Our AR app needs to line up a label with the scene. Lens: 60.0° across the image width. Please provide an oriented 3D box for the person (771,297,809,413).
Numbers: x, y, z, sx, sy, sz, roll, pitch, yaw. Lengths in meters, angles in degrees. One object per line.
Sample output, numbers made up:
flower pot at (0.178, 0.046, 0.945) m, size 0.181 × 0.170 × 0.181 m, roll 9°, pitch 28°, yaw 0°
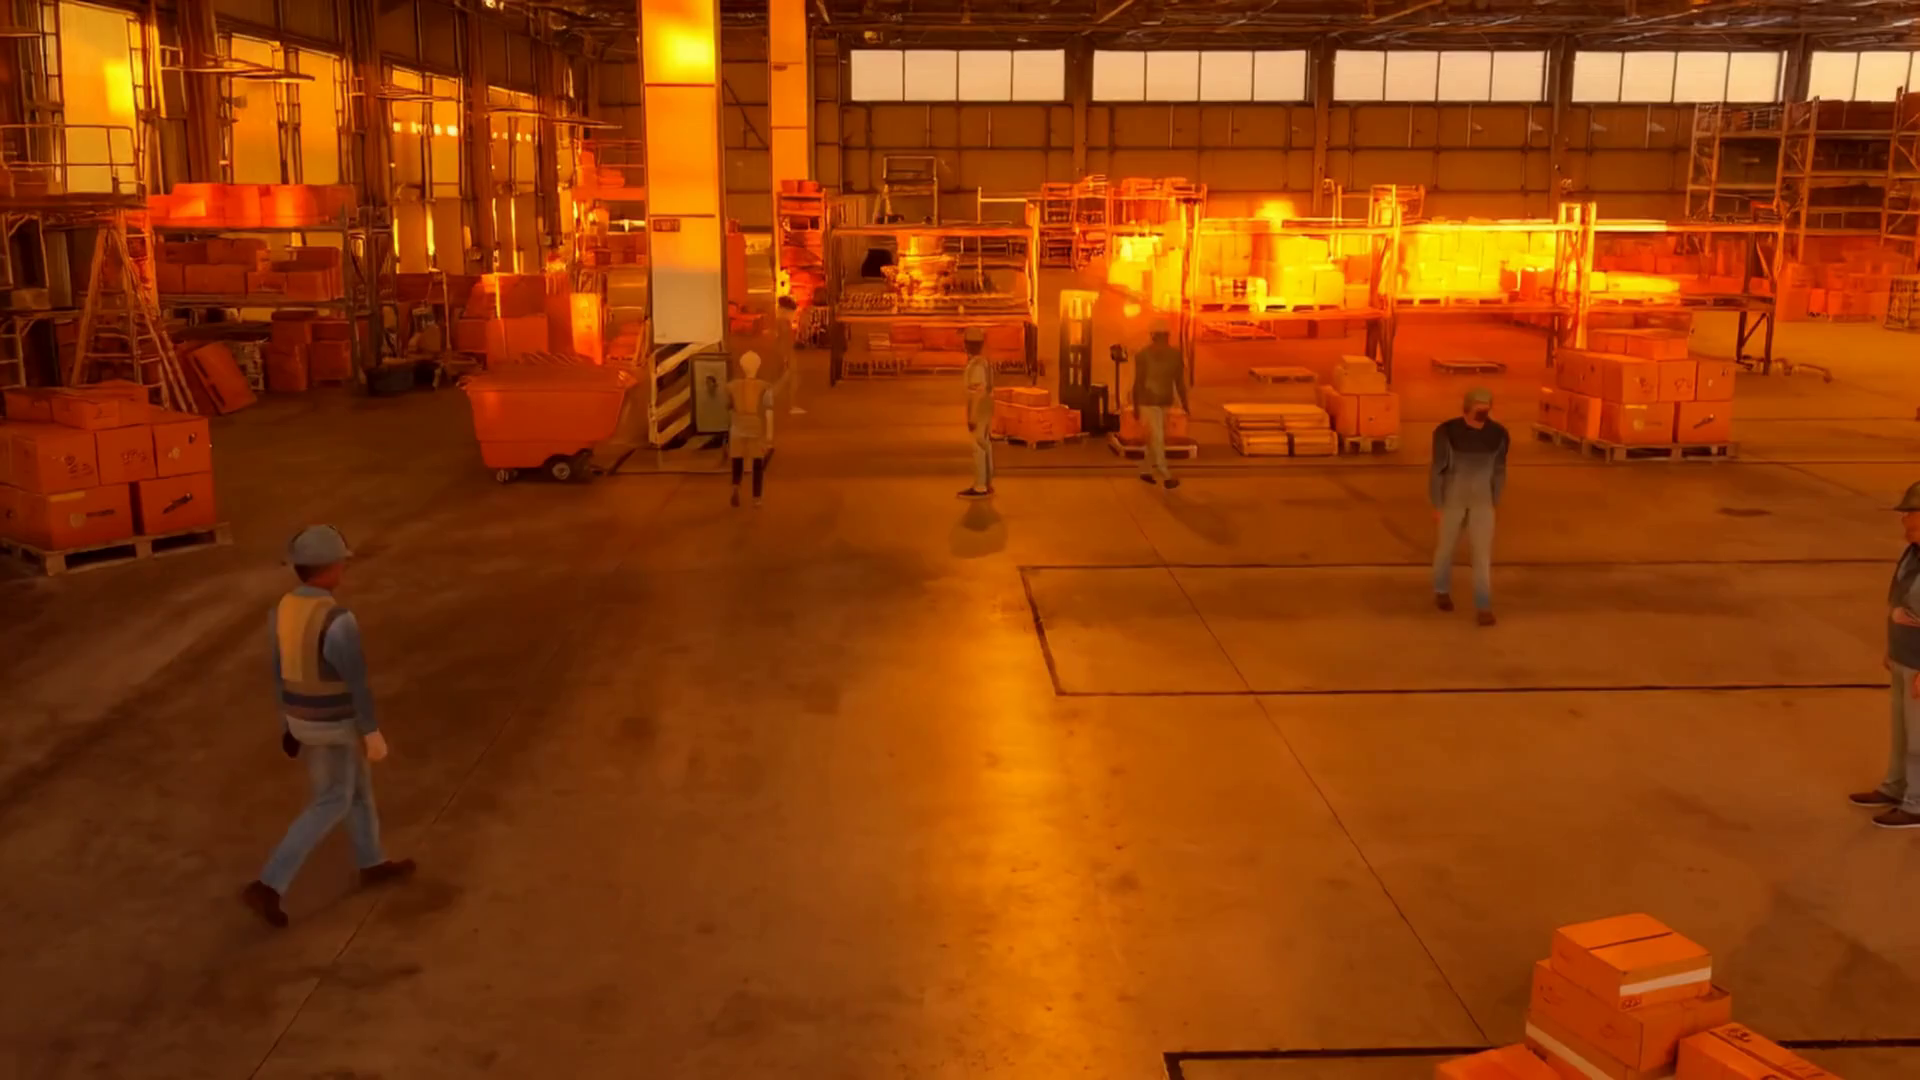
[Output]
person at (-2.651, -2.710, 24.558) m, size 0.740 × 1.746 × 0.532 m, roll -2°, pitch 13°, yaw -8°

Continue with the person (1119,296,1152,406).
person at (2.636, -2.876, 25.405) m, size 0.497 × 1.680 × 0.929 m, roll 11°, pitch 17°, yaw 41°

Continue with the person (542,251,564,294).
person at (-10.183, -6.434, 41.693) m, size 0.507 × 1.594 × 0.876 m, roll 4°, pitch 13°, yaw 18°

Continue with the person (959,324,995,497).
person at (0.180, -1.423, 18.347) m, size 0.389 × 1.922 × 0.589 m, roll 4°, pitch 13°, yaw 17°

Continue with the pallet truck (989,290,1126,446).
pallet truck at (1.257, -2.299, 22.111) m, size 1.885 × 1.965 × 0.823 m, roll -9°, pitch 15°, yaw -35°

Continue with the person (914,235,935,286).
person at (-1.127, -8.818, 51.795) m, size 0.636 × 1.888 × 1.001 m, roll 6°, pitch 14°, yaw 24°

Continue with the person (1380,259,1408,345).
person at (9.028, -4.956, 34.567) m, size 0.527 × 1.793 × 0.995 m, roll 4°, pitch 13°, yaw 19°

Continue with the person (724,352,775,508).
person at (-2.235, -1.149, 17.625) m, size 0.557 × 1.682 × 0.459 m, roll 2°, pitch 13°, yaw 7°

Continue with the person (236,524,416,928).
person at (-3.099, 0.875, 7.976) m, size 0.907 × 1.914 × 0.604 m, roll -12°, pitch 17°, yaw -43°

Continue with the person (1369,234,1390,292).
person at (12.175, -8.004, 48.211) m, size 0.610 × 1.878 × 0.752 m, roll -1°, pitch 13°, yaw -3°

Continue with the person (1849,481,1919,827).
person at (5.216, 0.618, 9.096) m, size 0.370 × 1.928 × 0.585 m, roll 2°, pitch 13°, yaw 11°

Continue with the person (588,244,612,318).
person at (-8.741, -6.263, 40.397) m, size 0.596 × 1.829 × 0.974 m, roll 2°, pitch 13°, yaw 7°

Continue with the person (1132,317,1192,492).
person at (2.312, -1.528, 18.718) m, size 0.635 × 1.945 × 0.984 m, roll -8°, pitch 15°, yaw -31°

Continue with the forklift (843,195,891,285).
forklift at (-3.230, -9.559, 52.882) m, size 1.873 × 2.768 × 1.129 m, roll -7°, pitch 14°, yaw -28°

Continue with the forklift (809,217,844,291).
forklift at (-4.375, -8.619, 48.637) m, size 1.873 × 2.768 × 1.129 m, roll 0°, pitch 12°, yaw -2°

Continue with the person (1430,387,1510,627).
person at (4.049, -0.277, 13.247) m, size 0.641 × 1.884 × 1.027 m, roll 1°, pitch 12°, yaw 2°
